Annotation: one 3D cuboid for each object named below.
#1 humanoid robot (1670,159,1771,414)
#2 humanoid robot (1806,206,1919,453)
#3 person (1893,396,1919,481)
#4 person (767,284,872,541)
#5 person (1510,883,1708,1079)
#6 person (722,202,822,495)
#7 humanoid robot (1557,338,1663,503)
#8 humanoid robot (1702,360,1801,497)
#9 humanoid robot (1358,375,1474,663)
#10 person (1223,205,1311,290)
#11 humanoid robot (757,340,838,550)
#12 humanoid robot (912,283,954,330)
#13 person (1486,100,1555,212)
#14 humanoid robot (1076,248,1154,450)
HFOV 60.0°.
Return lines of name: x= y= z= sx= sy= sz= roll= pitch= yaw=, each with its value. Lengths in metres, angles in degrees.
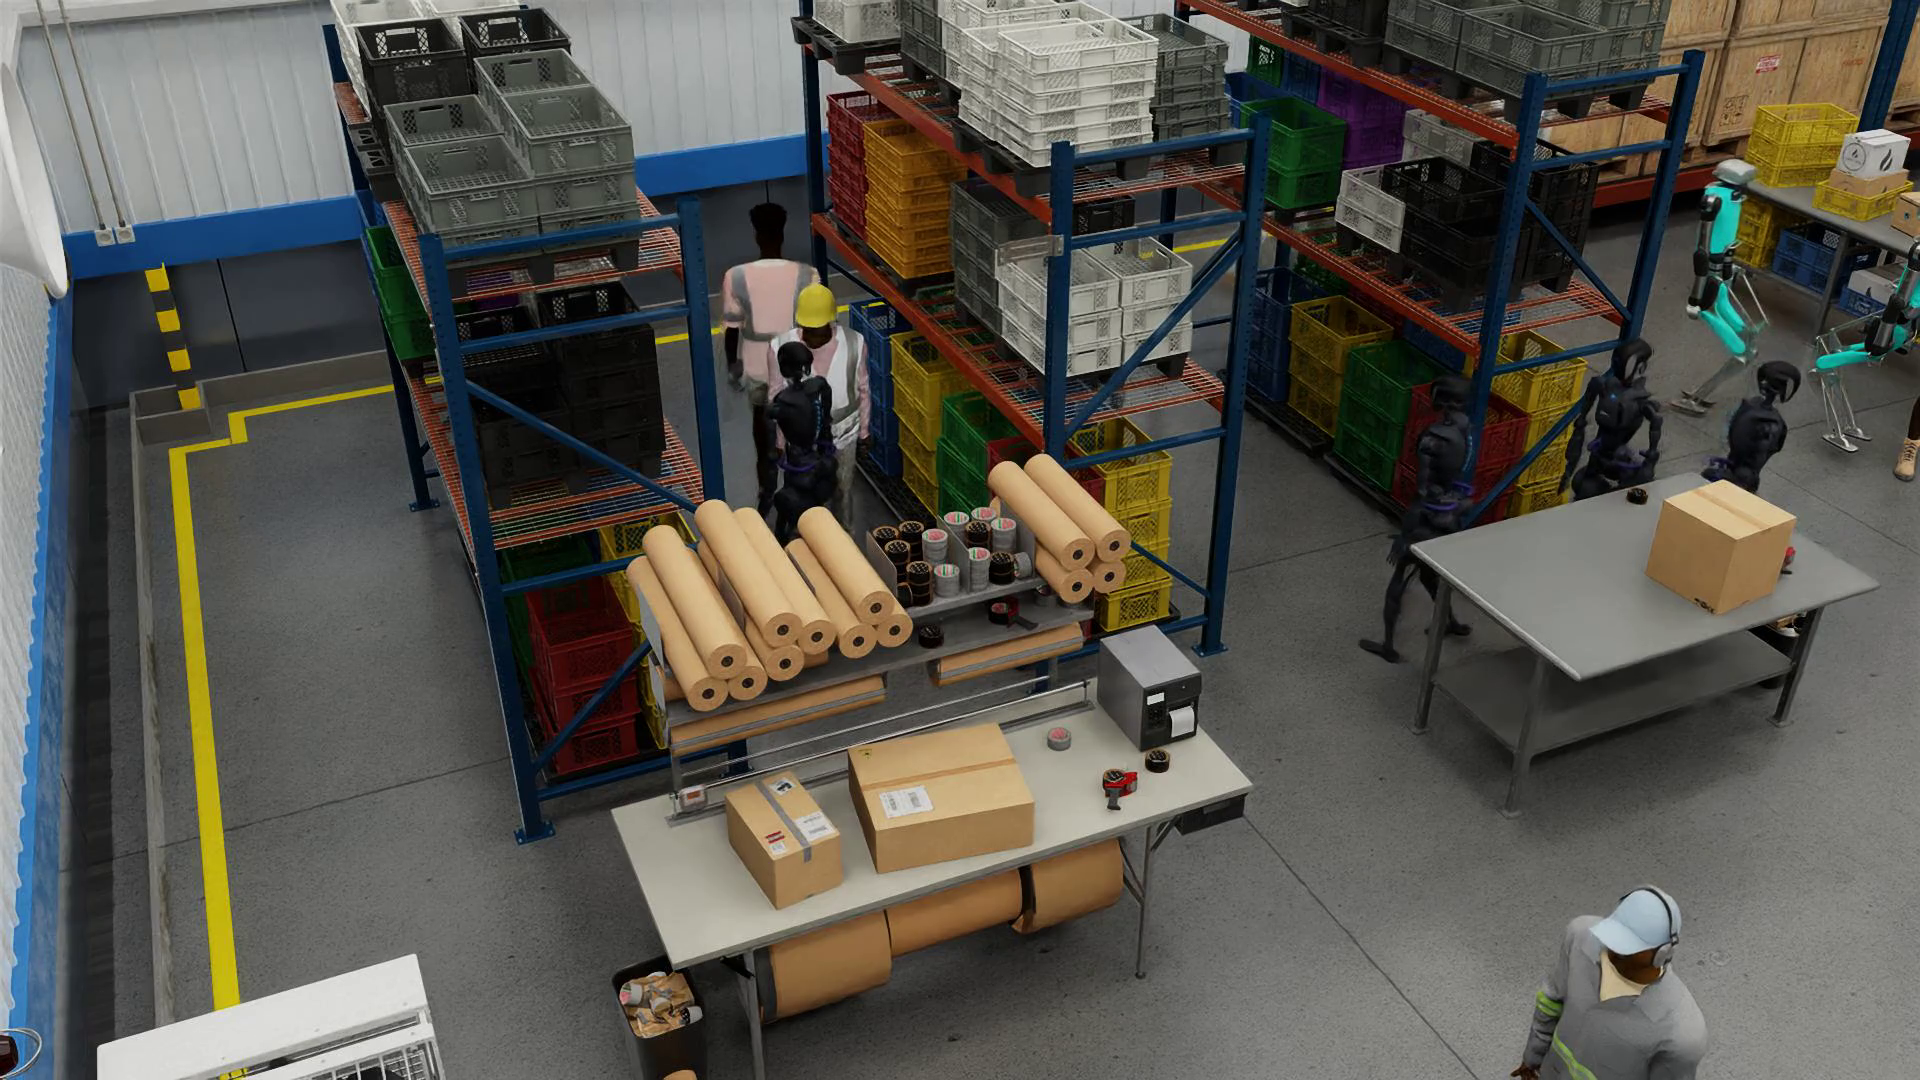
humanoid robot: x=5.226 y=-1.670 z=11.203 sx=0.703 sy=1.719 sz=0.532 roll=26 pitch=40 yaw=35
humanoid robot: x=5.880 y=-1.414 z=10.740 sx=0.533 sy=1.676 sz=0.735 roll=-23 pitch=38 yaw=-32
person: x=6.364 y=-1.293 z=10.381 sx=0.607 sy=2.044 sz=0.367 roll=8 pitch=33 yaw=13
person: x=-0.786 y=-0.611 z=9.474 sx=0.595 sy=1.828 sz=0.403 roll=-7 pitch=32 yaw=-12
person: x=2.064 y=1.843 z=5.468 sx=0.365 sy=1.852 sz=0.589 roll=-14 pitch=34 yaw=-21
person: x=-1.117 y=-1.103 z=10.160 sx=0.612 sy=1.945 sz=0.440 roll=-2 pitch=32 yaw=-3
humanoid robot: x=3.604 y=-0.335 z=9.172 sx=0.404 sy=1.650 sz=0.591 roll=-17 pitch=36 yaw=-26
humanoid robot: x=4.101 y=-0.235 z=9.059 sx=0.749 sy=1.616 sz=0.600 roll=7 pitch=32 yaw=12
humanoid robot: x=2.523 y=-0.117 z=8.842 sx=0.478 sy=1.628 sz=0.608 roll=25 pitch=39 yaw=34
person: x=2.544 y=-2.810 z=13.067 sx=0.729 sy=1.817 sz=0.503 roll=-9 pitch=33 yaw=-15
humanoid robot: x=-0.858 y=-0.334 z=9.184 sx=0.382 sy=1.666 sz=0.589 roll=20 pitch=37 yaw=29
humanoid robot: x=-0.175 y=-2.081 z=11.998 sx=1.016 sy=1.764 sz=0.552 roll=22 pitch=38 yaw=32
person: x=4.369 y=-2.941 z=13.206 sx=0.583 sy=1.882 sz=0.337 roll=-8 pitch=32 yaw=-13
humanoid robot: x=0.934 y=-1.224 z=10.620 sx=0.584 sy=1.647 sz=0.422 roll=-19 pitch=36 yaw=-28
